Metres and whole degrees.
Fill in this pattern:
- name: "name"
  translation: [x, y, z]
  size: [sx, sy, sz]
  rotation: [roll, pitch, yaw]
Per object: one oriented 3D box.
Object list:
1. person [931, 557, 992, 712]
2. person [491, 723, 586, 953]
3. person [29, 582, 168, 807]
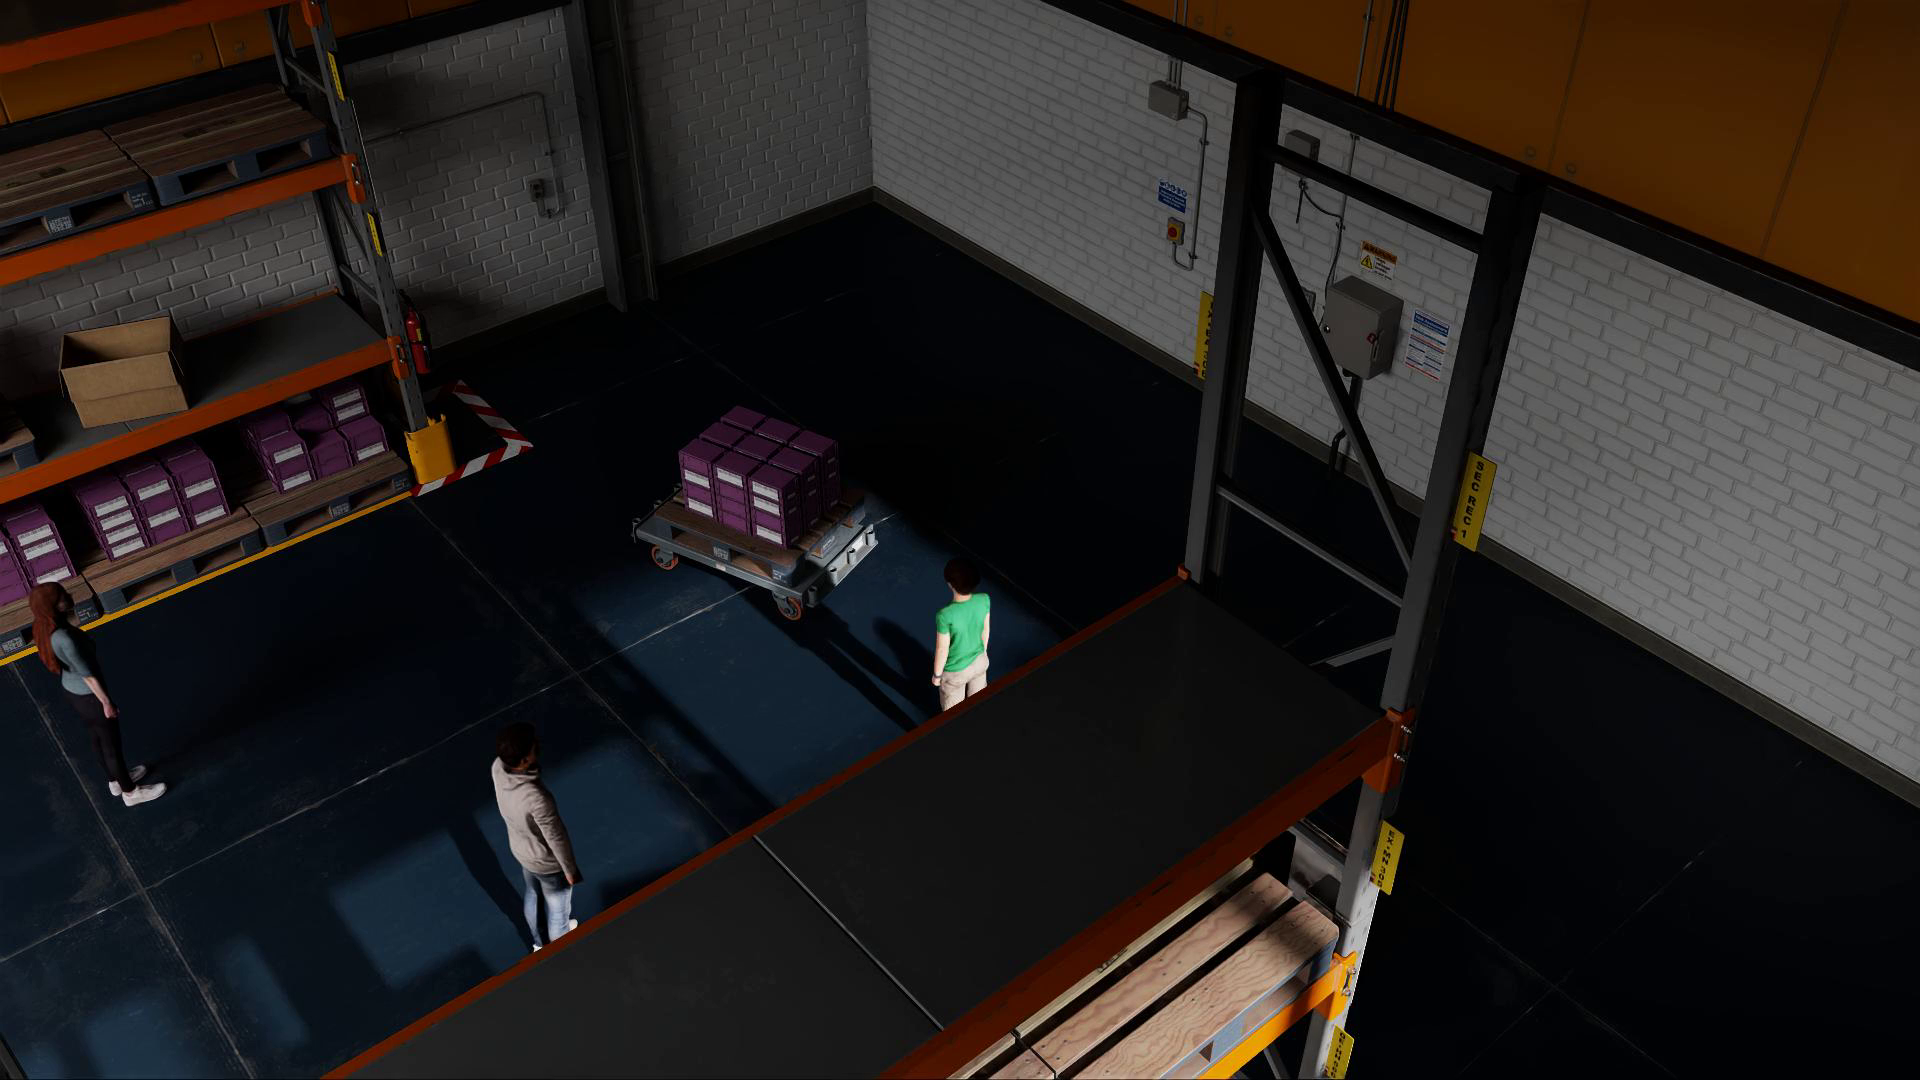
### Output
- name: "person"
  translation: [0.028, 0.788, 10.518]
  size: [0.460, 1.651, 0.636]
  rotation: [-26, 45, -29]
- name: "person"
  translation: [-2.333, 1.714, 9.196]
  size: [0.686, 1.852, 0.590]
  rotation: [32, 48, 33]
- name: "person"
  translation: [-5.363, 0.952, 10.238]
  size: [0.598, 1.743, 0.569]
  rotation: [31, 48, 32]
